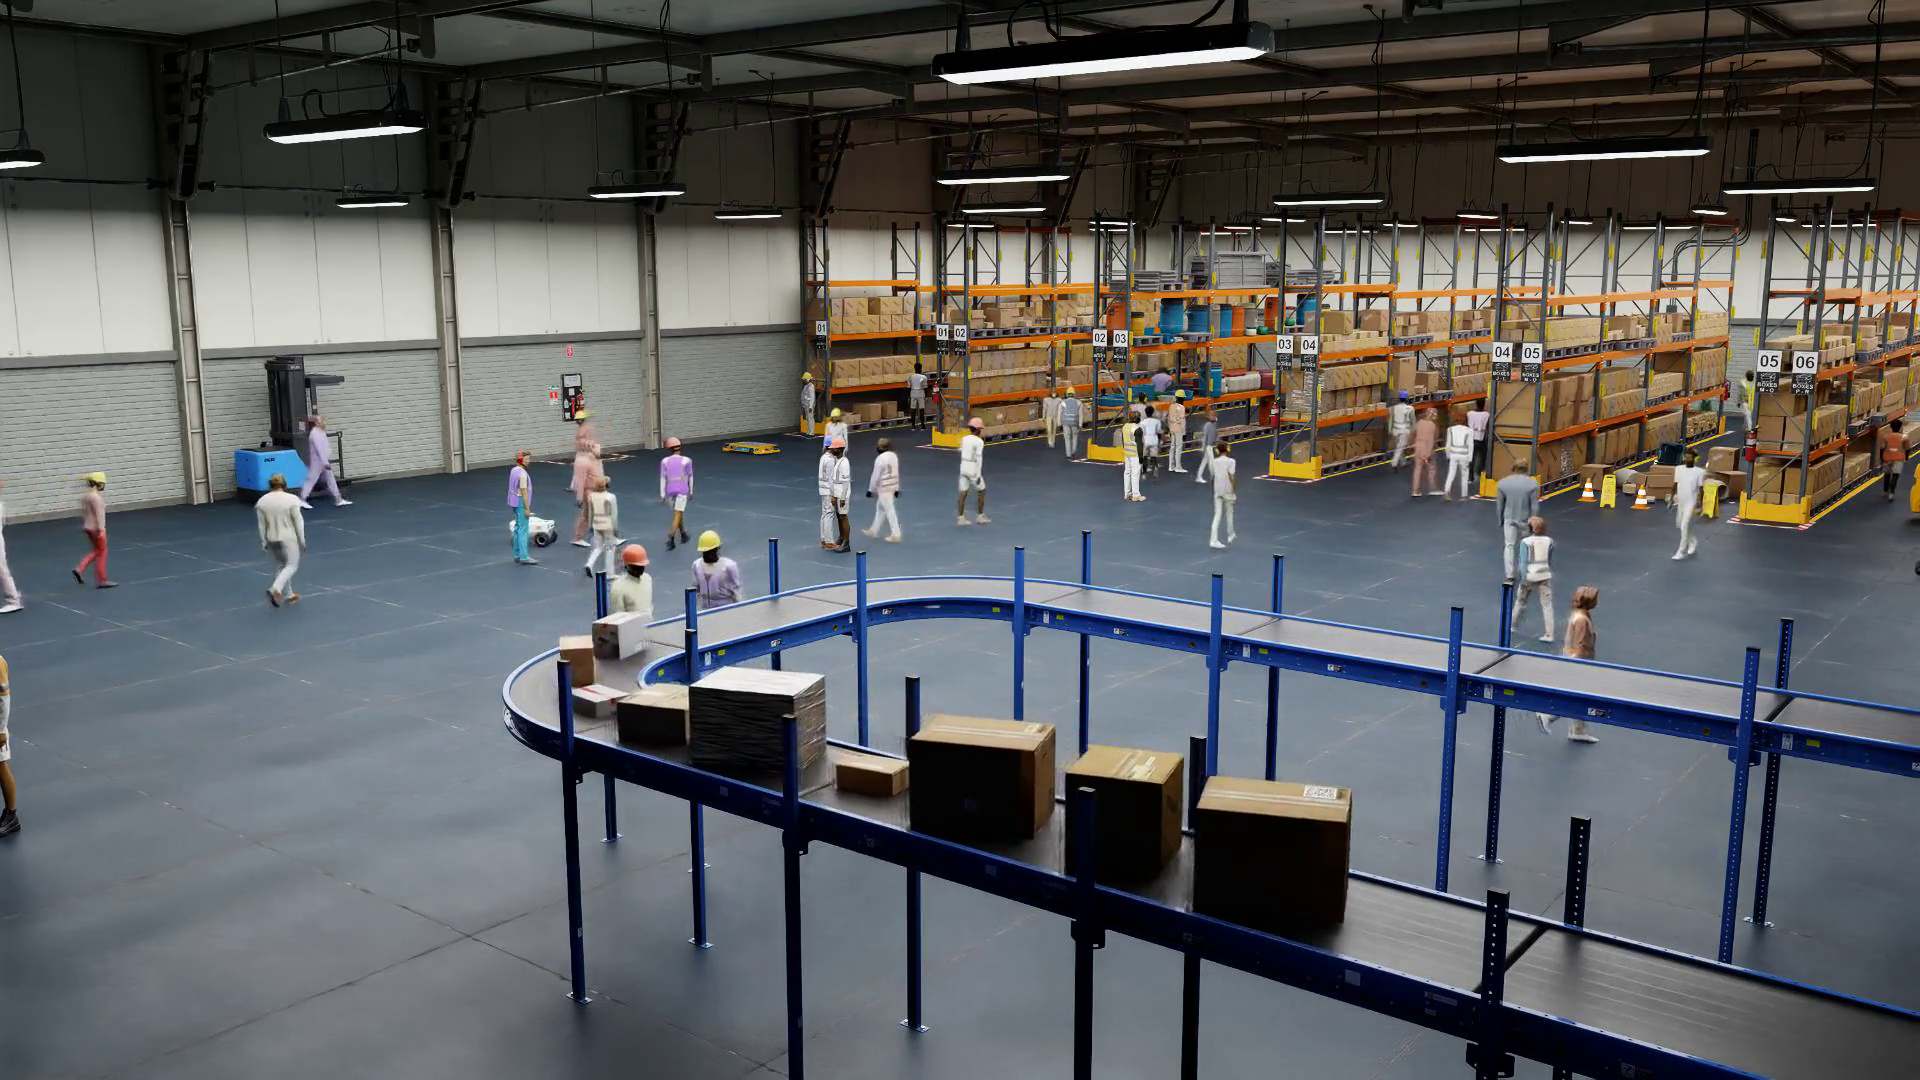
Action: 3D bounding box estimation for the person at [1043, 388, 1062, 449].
[{"bbox_3d":[2.430,-3.157,40.749,0.513,1.578,0.874,-1,10,-3],"label":"person"}]

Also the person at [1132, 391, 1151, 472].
[{"bbox_3d":[4.218,-2.520,36.401,0.532,1.866,0.313,7,12,34],"label":"person"}]

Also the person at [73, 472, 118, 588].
[{"bbox_3d":[-12.972,-0.148,23.406,0.586,1.734,0.545,9,14,42],"label":"person"}]

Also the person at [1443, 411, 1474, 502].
[{"bbox_3d":[10.120,-1.688,31.775,0.594,1.854,0.879,7,12,36],"label":"person"}]

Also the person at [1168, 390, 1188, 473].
[{"bbox_3d":[5.062,-2.523,36.244,0.382,1.922,0.594,-5,11,-26],"label":"person"}]

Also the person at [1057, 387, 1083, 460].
[{"bbox_3d":[2.708,-2.893,38.681,0.611,1.784,0.924,0,10,-2],"label":"person"}]

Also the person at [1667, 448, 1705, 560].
[{"bbox_3d":[12.015,-0.622,25.796,0.787,1.844,0.524,-7,12,-33],"label":"person"}]

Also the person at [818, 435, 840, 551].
[{"bbox_3d":[-2.194,-0.809,26.535,0.405,1.946,0.610,-3,10,-15],"label":"person"}]

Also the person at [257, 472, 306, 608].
[{"bbox_3d":[-9.580,0.010,22.014,0.635,1.920,0.784,2,10,11],"label":"person"}]

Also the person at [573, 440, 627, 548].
[{"bbox_3d":[-6.172,-0.769,26.585,1.069,1.843,0.673,2,10,9],"label":"person"}]

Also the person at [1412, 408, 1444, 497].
[{"bbox_3d":[9.763,-1.815,32.449,0.804,1.856,0.623,-5,11,-25],"label":"person"}]

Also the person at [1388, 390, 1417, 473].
[{"bbox_3d":[10.220,-2.511,36.265,1.002,1.909,0.598,-9,13,-41],"label":"person"}]

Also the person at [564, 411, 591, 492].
[{"bbox_3d":[-7.989,-1.877,33.190,0.535,1.720,0.900,7,12,34],"label":"person"}]

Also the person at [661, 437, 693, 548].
[{"bbox_3d":[-4.875,-0.823,26.858,0.531,1.882,1.024,2,10,12],"label":"person"}]

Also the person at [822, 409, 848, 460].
[{"bbox_3d":[-2.704,-1.976,33.820,0.503,1.698,0.900,4,11,21],"label":"person"}]

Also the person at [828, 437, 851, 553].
[{"bbox_3d":[-2.032,-0.771,26.348,0.361,1.938,0.545,-4,11,-19],"label":"person"}]

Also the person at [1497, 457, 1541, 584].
[{"bbox_3d":[8.509,-0.306,23.787,0.642,1.908,0.912,6,12,32],"label":"person"}]

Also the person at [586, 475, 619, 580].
[{"bbox_3d":[-5.475,-0.174,23.889,0.520,1.628,0.476,5,11,26],"label":"person"}]

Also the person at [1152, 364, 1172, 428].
[{"bbox_3d":[5.858,-4.128,45.283,0.627,1.925,0.428,5,11,28],"label":"person"}]

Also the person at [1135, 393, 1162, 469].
[{"bbox_3d":[4.420,-2.566,36.841,0.709,1.804,0.415,2,10,14],"label":"person"}]

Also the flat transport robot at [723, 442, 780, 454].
[{"bbox_3d":[-5.364,-2.375,40.186,1.431,0.197,0.652,8,13,37],"label":"flat transport robot"}]

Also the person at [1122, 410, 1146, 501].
[{"bbox_3d":[3.571,-1.734,32.044,0.429,1.844,0.626,-5,11,-27],"label":"person"}]

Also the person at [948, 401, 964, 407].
[{"bbox_3d":[-0.065,-3.806,43.596,0.561,1.879,1.017,6,12,32],"label":"person"}]

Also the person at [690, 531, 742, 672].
[{"bbox_3d":[-2.771,0.837,17.417,0.605,1.888,0.844,6,12,30],"label":"person"}]

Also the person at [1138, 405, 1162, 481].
[{"bbox_3d":[4.237,-2.150,34.843,0.544,1.680,0.500,-1,10,-7],"label":"person"}]

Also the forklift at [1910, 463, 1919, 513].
[{"bbox_3d":[19.034,-1.348,28.998,2.313,2.155,1.214,8,13,37],"label":"forklift"}]

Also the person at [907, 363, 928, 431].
[{"bbox_3d":[-1.219,-4.142,45.263,0.600,1.958,0.377,3,10,15],"label":"person"}]

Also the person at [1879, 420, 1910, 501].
[{"bbox_3d":[19.102,-1.637,32.014,0.532,1.656,0.872,8,13,39],"label":"person"}]

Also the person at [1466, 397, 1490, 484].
[{"bbox_3d":[11.456,-2.207,34.570,0.608,1.894,0.767,7,12,34],"label":"person"}]

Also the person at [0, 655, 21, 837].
[{"bbox_3d":[-8.300,1.553,13.270,0.552,1.937,0.356,5,11,24],"label":"person"}]

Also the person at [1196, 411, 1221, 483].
[{"bbox_3d":[5.567,-2.044,34.463,0.806,1.595,0.502,5,11,27],"label":"person"}]

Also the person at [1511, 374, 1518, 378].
[{"bbox_3d":[14.510,-3.407,41.180,0.654,1.934,1.035,4,11,21],"label":"person"}]

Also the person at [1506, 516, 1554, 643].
[{"bbox_3d":[7.409,0.494,20.204,0.551,1.584,0.863,-3,10,-15],"label":"person"}]

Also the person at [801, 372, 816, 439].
[{"bbox_3d":[-4.191,-3.715,43.211,0.404,1.834,0.591,-3,11,-17],"label":"person"}]

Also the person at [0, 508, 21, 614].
[{"bbox_3d":[-13.535,0.111,21.584,0.883,1.868,0.675,-8,13,-39],"label":"person"}]

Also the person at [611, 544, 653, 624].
[{"bbox_3d":[-3.349,1.004,16.263,0.438,1.970,0.632,5,11,25],"label":"person"}]

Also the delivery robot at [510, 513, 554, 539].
[{"bbox_3d":[-7.386,-0.220,26.997,0.707,0.478,0.477,0,10,2],"label":"delivery robot"}]

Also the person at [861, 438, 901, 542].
[{"bbox_3d":[-1.403,-0.875,27.331,0.902,1.798,0.622,4,11,20],"label":"person"}]

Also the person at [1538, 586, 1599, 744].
[{"bbox_3d":[6.212,1.255,15.816,0.499,1.623,0.531,5,11,24],"label":"person"}]

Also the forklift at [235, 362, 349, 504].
[{"bbox_3d":[-13.803,-2.244,32.110,1.129,2.768,1.873,8,13,37],"label":"forklift"}]

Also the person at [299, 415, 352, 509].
[{"bbox_3d":[-12.684,-1.549,30.969,1.004,1.867,0.633,-2,10,-13],"label":"person"}]

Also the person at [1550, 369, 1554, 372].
[{"bbox_3d":[19.577,-5.287,52.063,0.601,1.830,0.403,-5,11,-26],"label":"person"}]

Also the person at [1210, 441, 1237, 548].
[{"bbox_3d":[4.554,-0.792,26.866,0.586,1.797,0.967,6,12,32],"label":"person"}]

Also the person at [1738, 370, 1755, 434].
[{"bbox_3d":[22.565,-3.963,44.724,0.648,1.802,0.886,2,10,12],"label":"person"}]

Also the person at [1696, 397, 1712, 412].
[{"bbox_3d":[21.651,-4.075,45.474,0.372,1.754,0.530,8,13,38],"label":"person"}]

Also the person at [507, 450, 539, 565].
[{"bbox_3d":[-7.100,-0.531,25.282,0.392,1.837,0.564,-6,12,-32],"label":"person"}]

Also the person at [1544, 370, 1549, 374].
[{"bbox_3d":[16.404,-3.970,44.056,0.611,2.042,0.395,7,13,36],"label":"person"}]

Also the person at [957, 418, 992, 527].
[{"bbox_3d":[0.266,-1.254,28.891,0.833,2.000,0.614,-10,14,-44],"label":"person"}]
